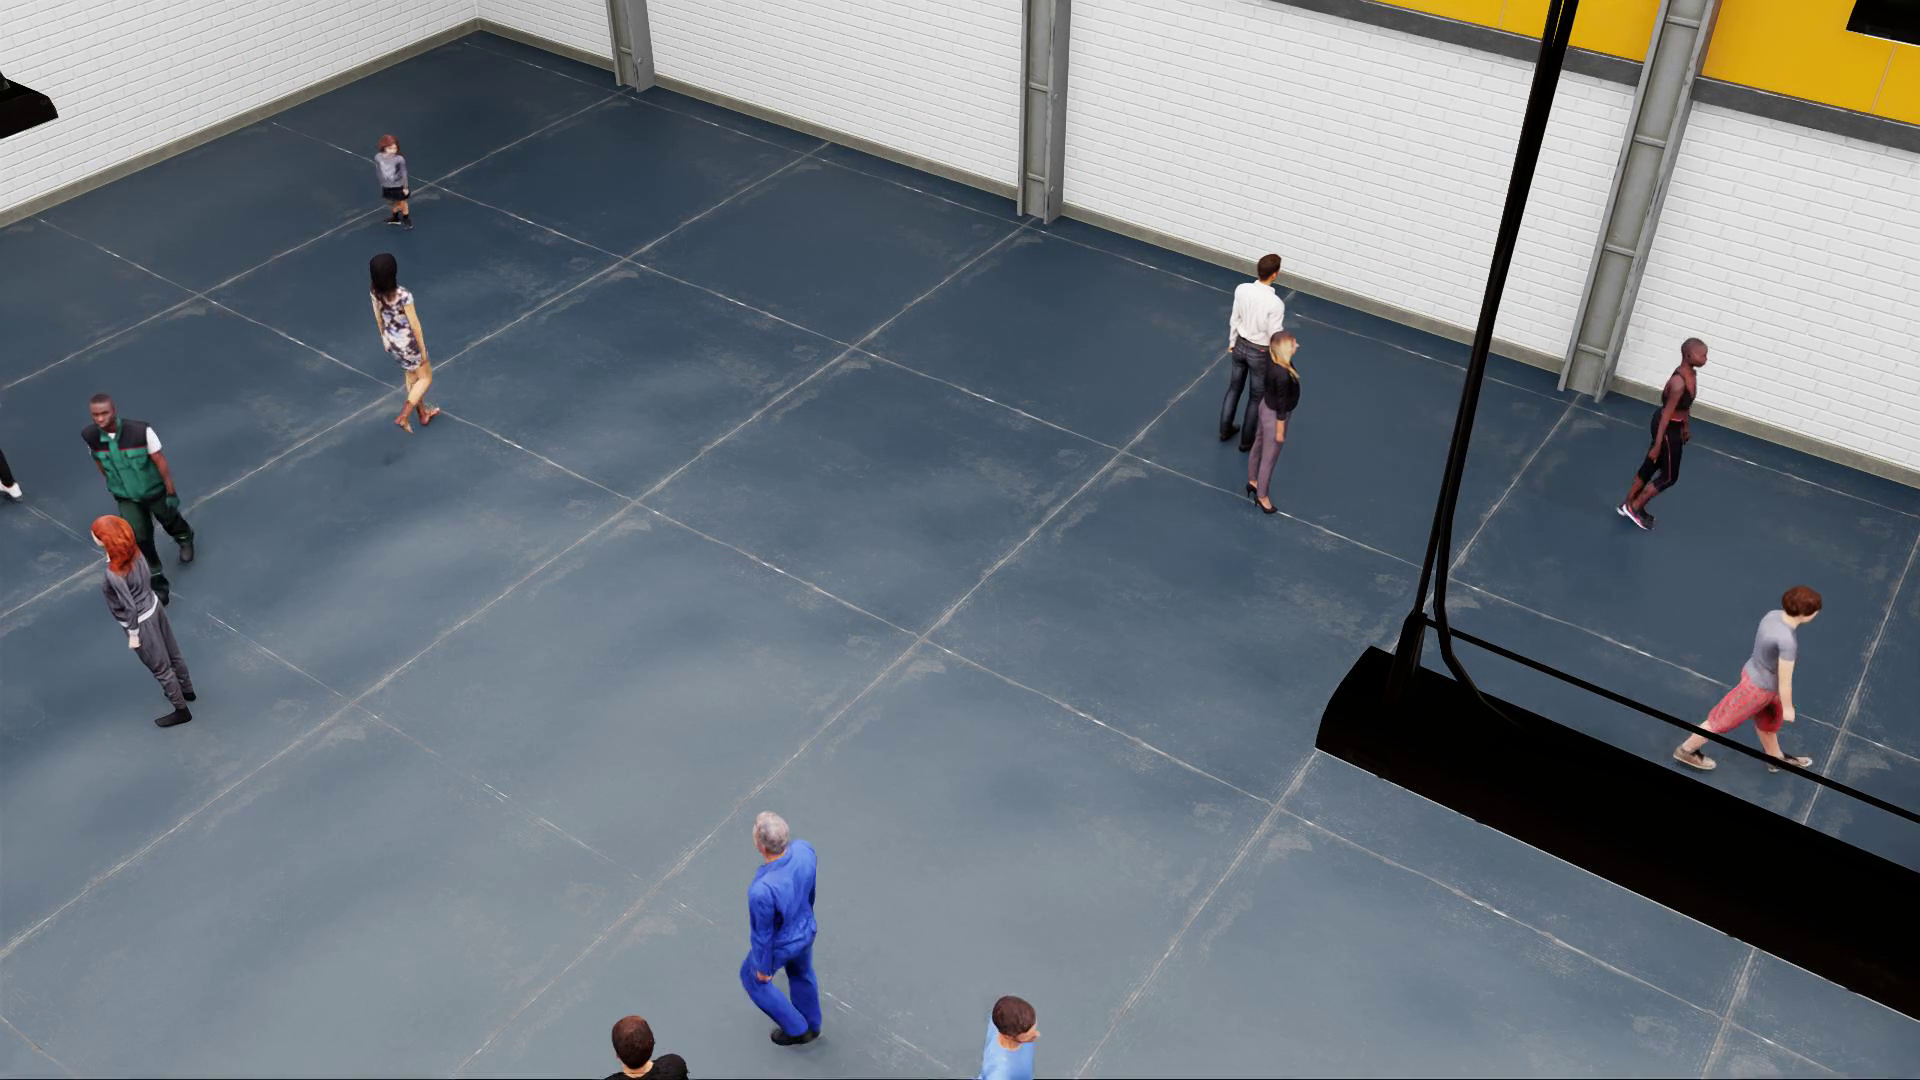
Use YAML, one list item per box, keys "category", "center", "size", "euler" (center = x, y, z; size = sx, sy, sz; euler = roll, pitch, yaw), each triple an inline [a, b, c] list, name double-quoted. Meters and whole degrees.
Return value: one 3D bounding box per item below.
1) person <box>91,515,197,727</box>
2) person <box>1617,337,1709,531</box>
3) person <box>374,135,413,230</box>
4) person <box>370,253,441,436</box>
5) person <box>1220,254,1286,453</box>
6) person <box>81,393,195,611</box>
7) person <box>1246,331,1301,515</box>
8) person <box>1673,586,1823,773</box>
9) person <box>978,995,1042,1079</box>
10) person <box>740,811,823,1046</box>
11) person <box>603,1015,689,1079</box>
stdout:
- category: "person"
  center: [-5.674, 0.548, 11.549]
  size: [0.700, 1.779, 0.649]
  euler: [-5, 39, -6]
- category: "person"
  center: [5.583, -0.893, 13.376]
  size: [0.611, 1.751, 0.614]
  euler: [20, 43, 23]
- category: "person"
  center: [-5.986, -3.790, 17.537]
  size: [0.555, 1.086, 0.694]
  euler: [13, 40, 15]
- category: "person"
  center: [-4.840, -1.649, 14.345]
  size: [0.842, 1.723, 0.771]
  euler: [14, 41, 17]
- category: "person"
  center: [2.487, -1.586, 14.152]
  size: [0.527, 1.865, 0.759]
  euler: [30, 48, 32]
- category: "person"
  center: [-6.243, -0.412, 12.741]
  size: [1.205, 1.791, 1.281]
  euler: [-7, 39, -8]
- category: "person"
  center: [2.534, -0.978, 13.547]
  size: [0.719, 1.672, 0.674]
  euler: [-3, 39, -4]
- category: "person"
  center: [5.269, 0.974, 11.153]
  size: [1.190, 1.608, 0.850]
  euler: [11, 40, 13]
- category: "person"
  center: [0.132, 2.908, 8.546]
  size: [1.013, 1.839, 0.880]
  euler: [3, 39, 3]
- category: "person"
  center: [-0.920, 2.269, 9.368]
  size: [0.655, 1.812, 0.760]
  euler: [22, 43, 25]
- category: "person"
  center: [-1.537, 3.089, 8.312]
  size: [0.875, 1.849, 1.016]
  euler: [-21, 43, -24]
